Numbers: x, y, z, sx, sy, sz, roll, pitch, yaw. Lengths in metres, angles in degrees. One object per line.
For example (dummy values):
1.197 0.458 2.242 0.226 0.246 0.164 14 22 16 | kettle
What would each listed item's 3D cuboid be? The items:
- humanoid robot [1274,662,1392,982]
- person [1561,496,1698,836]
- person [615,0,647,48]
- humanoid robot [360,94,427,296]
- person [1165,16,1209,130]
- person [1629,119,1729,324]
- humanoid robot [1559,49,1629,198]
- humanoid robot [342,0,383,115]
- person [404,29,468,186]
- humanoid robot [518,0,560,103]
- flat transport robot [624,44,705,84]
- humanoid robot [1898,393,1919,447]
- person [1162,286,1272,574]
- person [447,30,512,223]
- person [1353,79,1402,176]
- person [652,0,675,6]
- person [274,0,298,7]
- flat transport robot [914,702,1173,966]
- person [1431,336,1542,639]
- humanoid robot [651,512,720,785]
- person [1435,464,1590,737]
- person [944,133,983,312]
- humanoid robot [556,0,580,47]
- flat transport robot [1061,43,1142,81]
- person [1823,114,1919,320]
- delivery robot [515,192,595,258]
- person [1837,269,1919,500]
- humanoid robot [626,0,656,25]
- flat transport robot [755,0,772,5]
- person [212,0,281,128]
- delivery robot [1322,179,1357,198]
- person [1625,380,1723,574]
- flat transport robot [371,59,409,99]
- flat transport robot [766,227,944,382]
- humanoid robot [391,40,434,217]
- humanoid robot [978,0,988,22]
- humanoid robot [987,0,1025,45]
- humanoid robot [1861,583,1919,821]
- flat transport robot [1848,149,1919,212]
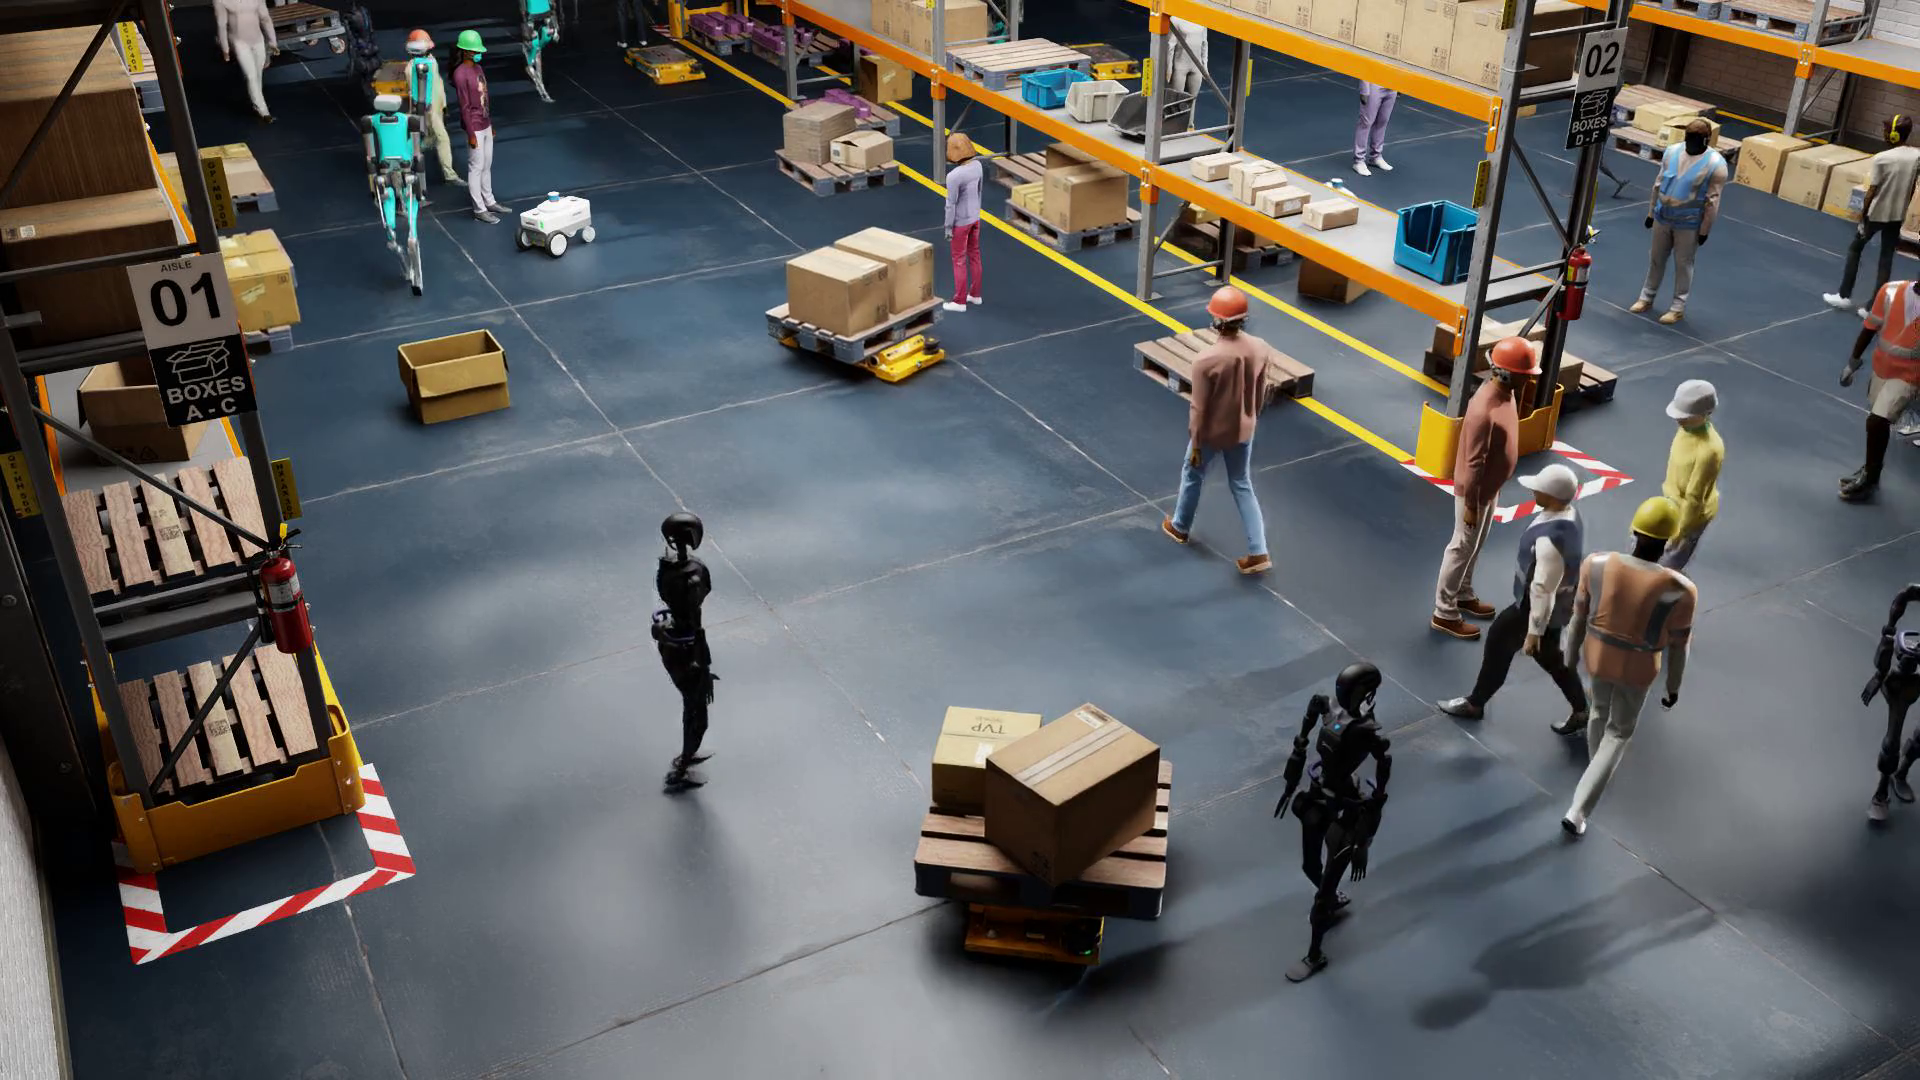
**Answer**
1.742 1.264 7.812 0.610 1.637 0.587 -20 36 -31 | humanoid robot
3.433 0.649 8.654 0.597 1.893 0.892 23 37 34 | person
-4.775 -7.983 23.736 0.506 1.839 0.345 -11 32 -19 | person
-5.223 -3.137 15.461 0.549 1.832 0.887 -6 30 -10 | humanoid robot
2.637 -5.528 19.400 0.577 1.898 0.348 -12 32 -21 | person
6.394 -2.836 14.784 0.430 1.837 0.632 -18 34 -28 | person
6.893 -4.435 17.736 0.637 1.642 0.601 13 32 22 | humanoid robot
-7.261 -5.889 20.257 0.329 1.647 0.614 7 31 12 | humanoid robot
-5.854 -4.734 18.191 0.727 1.718 0.548 3 30 5 | person
-5.506 -6.548 21.350 0.551 1.789 0.873 -25 38 -36 | humanoid robot
-4.053 -6.512 22.745 0.659 0.231 1.431 -15 33 -25 | flat transport robot
7.360 -1.521 12.477 0.720 1.697 0.532 -5 30 -8 | humanoid robot
1.782 -0.723 10.986 0.635 1.952 0.992 -14 33 -23 | person
-4.993 -4.270 17.162 0.429 1.946 0.488 5 30 9 | person
4.709 -5.045 18.556 0.638 1.902 0.410 -20 35 -30 | person
-4.653 -9.230 25.996 0.627 1.743 0.414 0 30 0 | person
-10.005 -8.478 24.592 0.429 1.839 0.633 12 32 20 | person
0.457 1.611 8.605 0.659 0.231 1.431 5 30 8 | flat transport robot
3.241 -0.328 10.263 0.402 1.986 0.610 17 34 27 | person
-1.519 0.583 8.997 0.407 1.650 0.593 -14 33 -22 | humanoid robot
3.275 0.348 9.344 0.868 1.722 0.766 15 33 25 | person
0.025 -2.866 15.034 0.288 1.629 0.498 20 35 30 | person
-5.631 -7.907 23.770 0.585 1.649 0.404 -11 32 -18 | humanoid robot
1.919 -6.577 22.860 0.659 0.231 1.431 -9 31 -15 | flat transport robot
8.241 -2.898 14.872 0.555 1.835 0.715 1 30 2 | person
-4.047 -3.180 16.653 0.499 0.589 0.782 19 35 29 | delivery robot
6.599 -1.178 11.788 0.600 1.938 0.574 -10 31 -17 | person
-4.900 -8.561 24.873 0.836 1.795 0.539 -20 35 -31 | humanoid robot
-2.995 -8.881 26.870 0.659 0.231 1.431 -4 30 -7 | flat transport robot
-8.590 -5.997 20.223 0.987 1.894 0.642 25 38 36 | person
3.824 -3.407 17.052 0.499 0.592 0.774 -10 31 -17 | delivery robot
4.310 -0.149 10.091 0.555 1.850 0.523 0 30 0 | person
-7.381 -6.102 22.031 0.659 0.231 1.431 -4 30 -7 | flat transport robot
-0.890 -1.730 14.420 1.431 0.231 0.659 22 37 34 | flat transport robot
-5.836 -4.290 17.411 0.847 1.781 0.610 -8 31 -13 | humanoid robot
0.265 -7.791 23.558 0.371 1.647 0.585 0 30 0 | humanoid robot
0.525 -6.980 22.115 0.915 1.786 0.565 17 34 26 | humanoid robot
5.115 0.727 8.731 0.606 1.644 0.542 8 31 14 | humanoid robot
9.872 -3.318 17.185 0.659 0.231 1.431 -15 33 -25 | flat transport robot
